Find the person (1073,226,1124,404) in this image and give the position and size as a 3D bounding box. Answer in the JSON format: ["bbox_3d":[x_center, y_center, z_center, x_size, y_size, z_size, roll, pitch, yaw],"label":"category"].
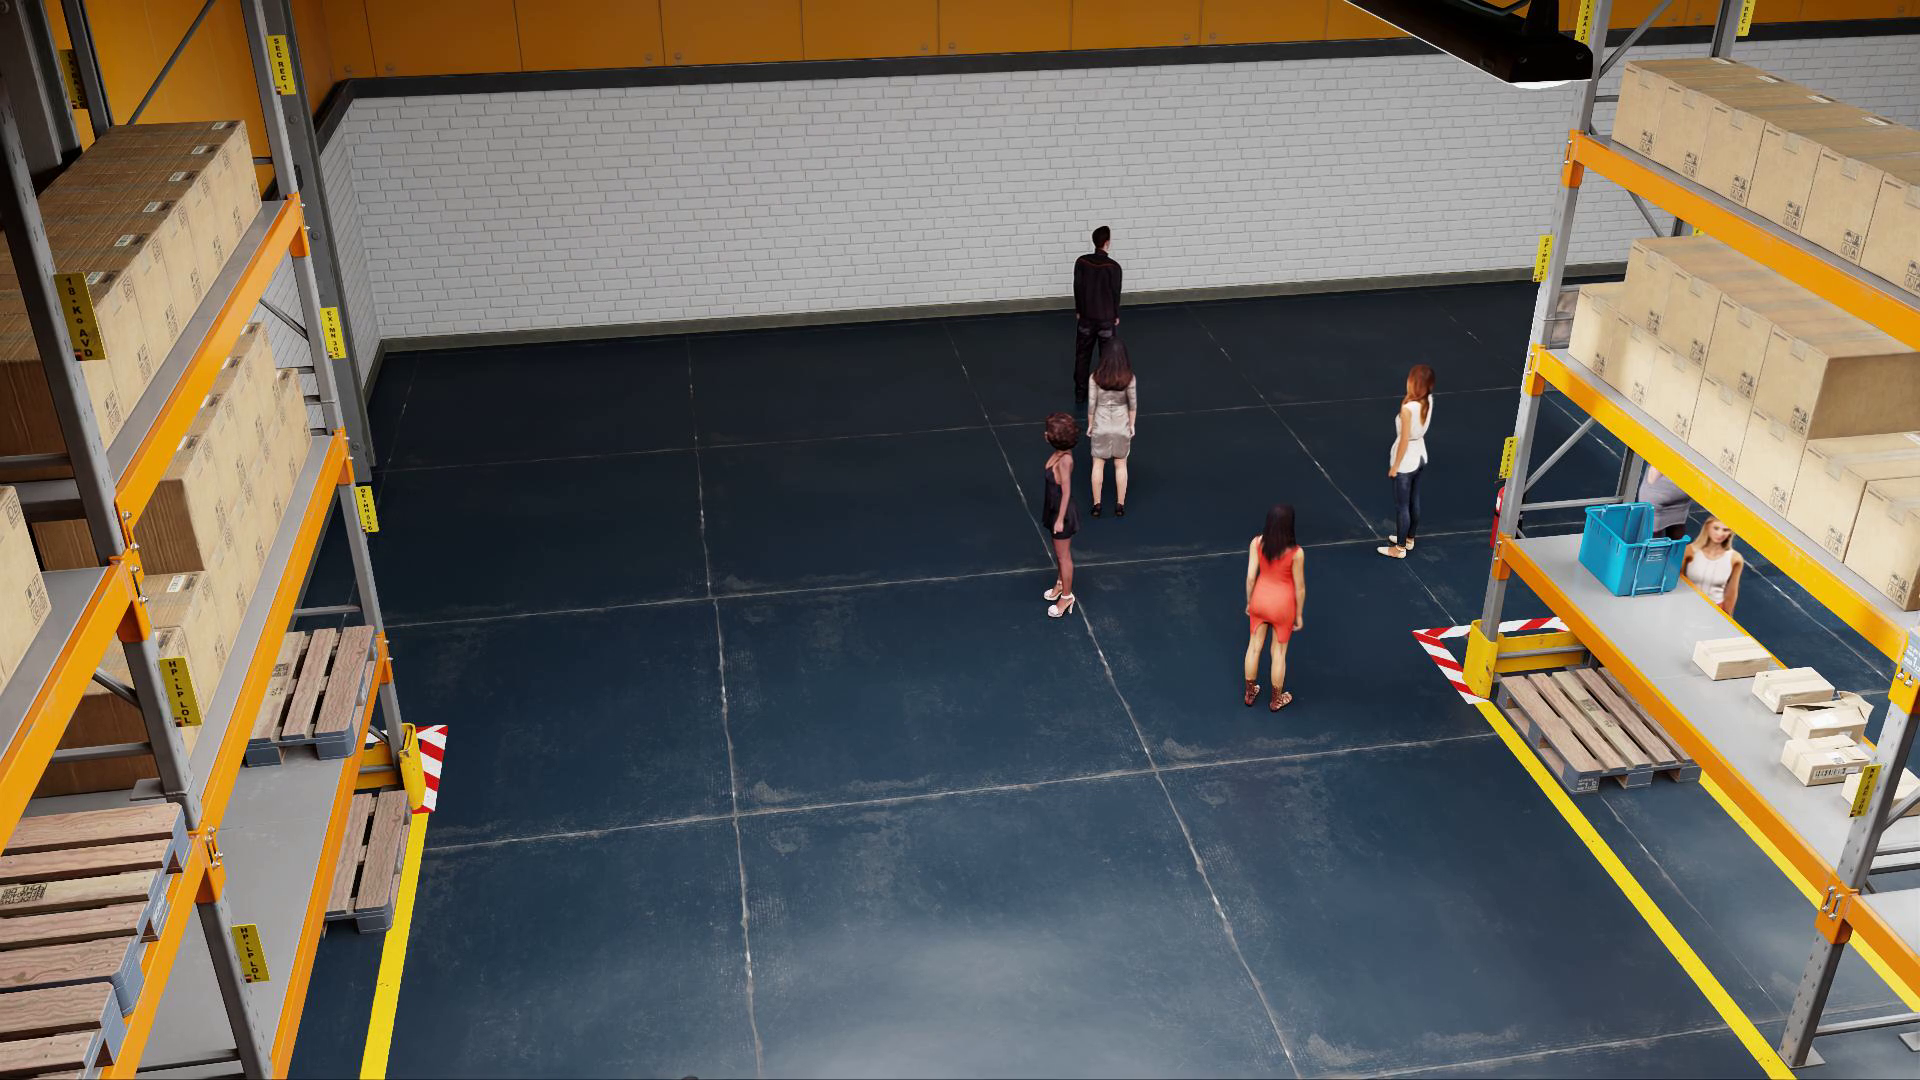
[{"bbox_3d":[1.432,-2.318,17.218,0.781,1.914,0.811,14,32,24],"label":"person"}]

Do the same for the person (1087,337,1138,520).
[{"bbox_3d":[1.360,-0.995,14.966,0.633,1.747,0.581,2,29,3],"label":"person"}]

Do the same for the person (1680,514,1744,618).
[{"bbox_3d":[5.329,0.567,12.047,0.716,1.800,0.740,9,30,16],"label":"person"}]

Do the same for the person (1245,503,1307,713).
[{"bbox_3d":[2.308,0.492,12.270,0.669,1.719,0.704,14,32,24],"label":"person"}]

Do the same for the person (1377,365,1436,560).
[{"bbox_3d":[3.891,-0.674,14.338,0.704,1.785,0.674,24,37,37],"label":"person"}]

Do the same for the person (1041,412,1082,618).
[{"bbox_3d":[0.819,-0.213,13.490,0.652,1.788,0.509,-1,29,-2],"label":"person"}]
